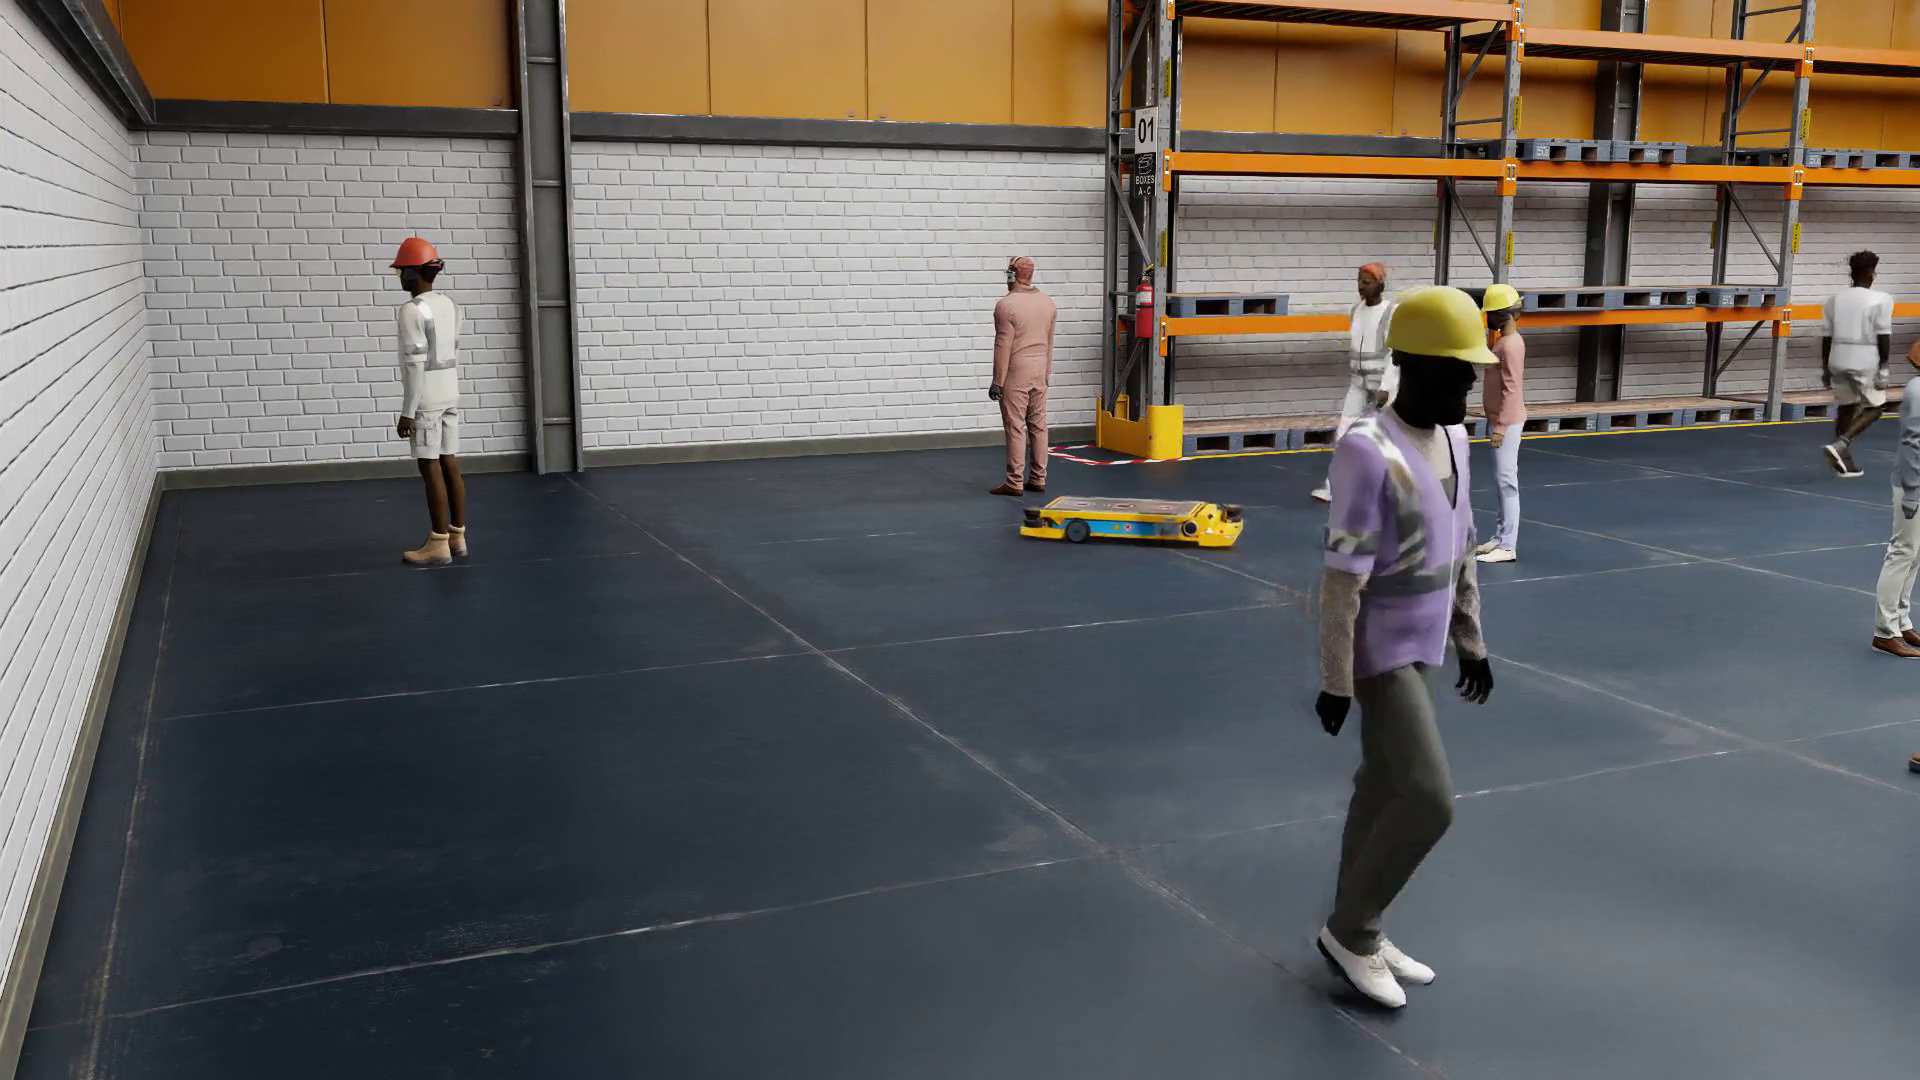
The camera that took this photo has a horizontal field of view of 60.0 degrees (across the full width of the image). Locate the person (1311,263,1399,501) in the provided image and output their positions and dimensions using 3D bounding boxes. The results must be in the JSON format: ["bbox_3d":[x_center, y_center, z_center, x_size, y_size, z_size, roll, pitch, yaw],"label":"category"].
[{"bbox_3d":[3.101,-1.188,12.790,0.887,1.845,0.588,-7,12,-34],"label":"person"}]

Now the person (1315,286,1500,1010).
[{"bbox_3d":[1.186,0.290,4.418,0.471,1.910,0.606,7,12,35],"label":"person"}]

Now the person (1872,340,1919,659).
[{"bbox_3d":[4.724,-0.244,8.154,0.277,1.631,0.507,9,14,43],"label":"person"}]

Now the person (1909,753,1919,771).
[{"bbox_3d":[3.849,-0.019,6.046,0.370,1.941,0.627,-1,10,-6],"label":"person"}]

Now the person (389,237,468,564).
[{"bbox_3d":[-3.364,-0.868,10.485,0.378,2.045,0.605,2,10,10],"label":"person"}]

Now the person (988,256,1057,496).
[{"bbox_3d":[0.472,-1.306,13.305,0.639,1.910,0.407,-10,14,-43],"label":"person"}]

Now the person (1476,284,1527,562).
[{"bbox_3d":[3.417,-0.734,10.541,0.327,1.760,0.524,3,11,15],"label":"person"}]

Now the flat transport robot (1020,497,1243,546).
[{"bbox_3d":[1.181,-0.140,11.370,1.431,0.197,0.652,3,11,16],"label":"flat transport robot"}]

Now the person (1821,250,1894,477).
[{"bbox_3d":[7.605,-1.488,14.185,0.550,1.951,0.619,-5,11,-27],"label":"person"}]
